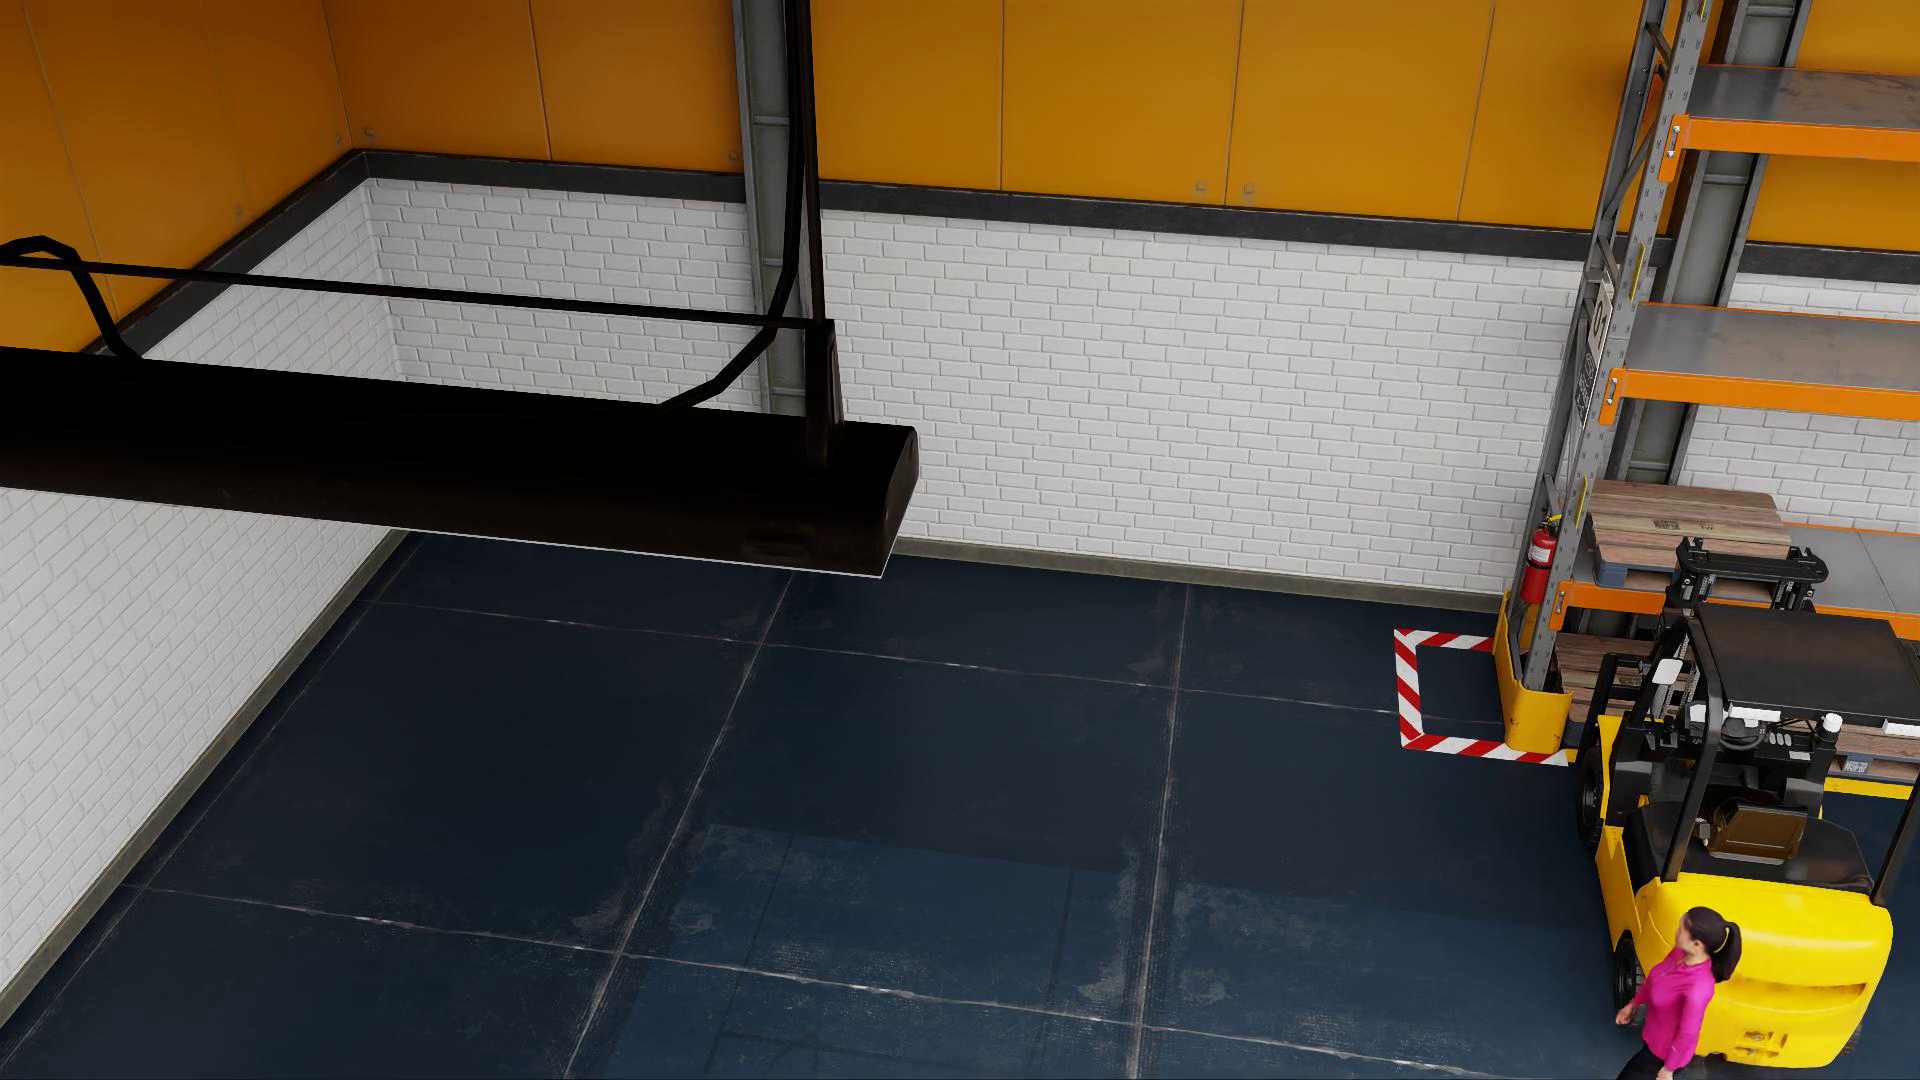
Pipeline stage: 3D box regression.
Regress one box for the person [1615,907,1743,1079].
[{"bbox_3d":[3.493,2.442,7.991,0.664,1.681,0.622,9,35,13],"label":"person"}]
